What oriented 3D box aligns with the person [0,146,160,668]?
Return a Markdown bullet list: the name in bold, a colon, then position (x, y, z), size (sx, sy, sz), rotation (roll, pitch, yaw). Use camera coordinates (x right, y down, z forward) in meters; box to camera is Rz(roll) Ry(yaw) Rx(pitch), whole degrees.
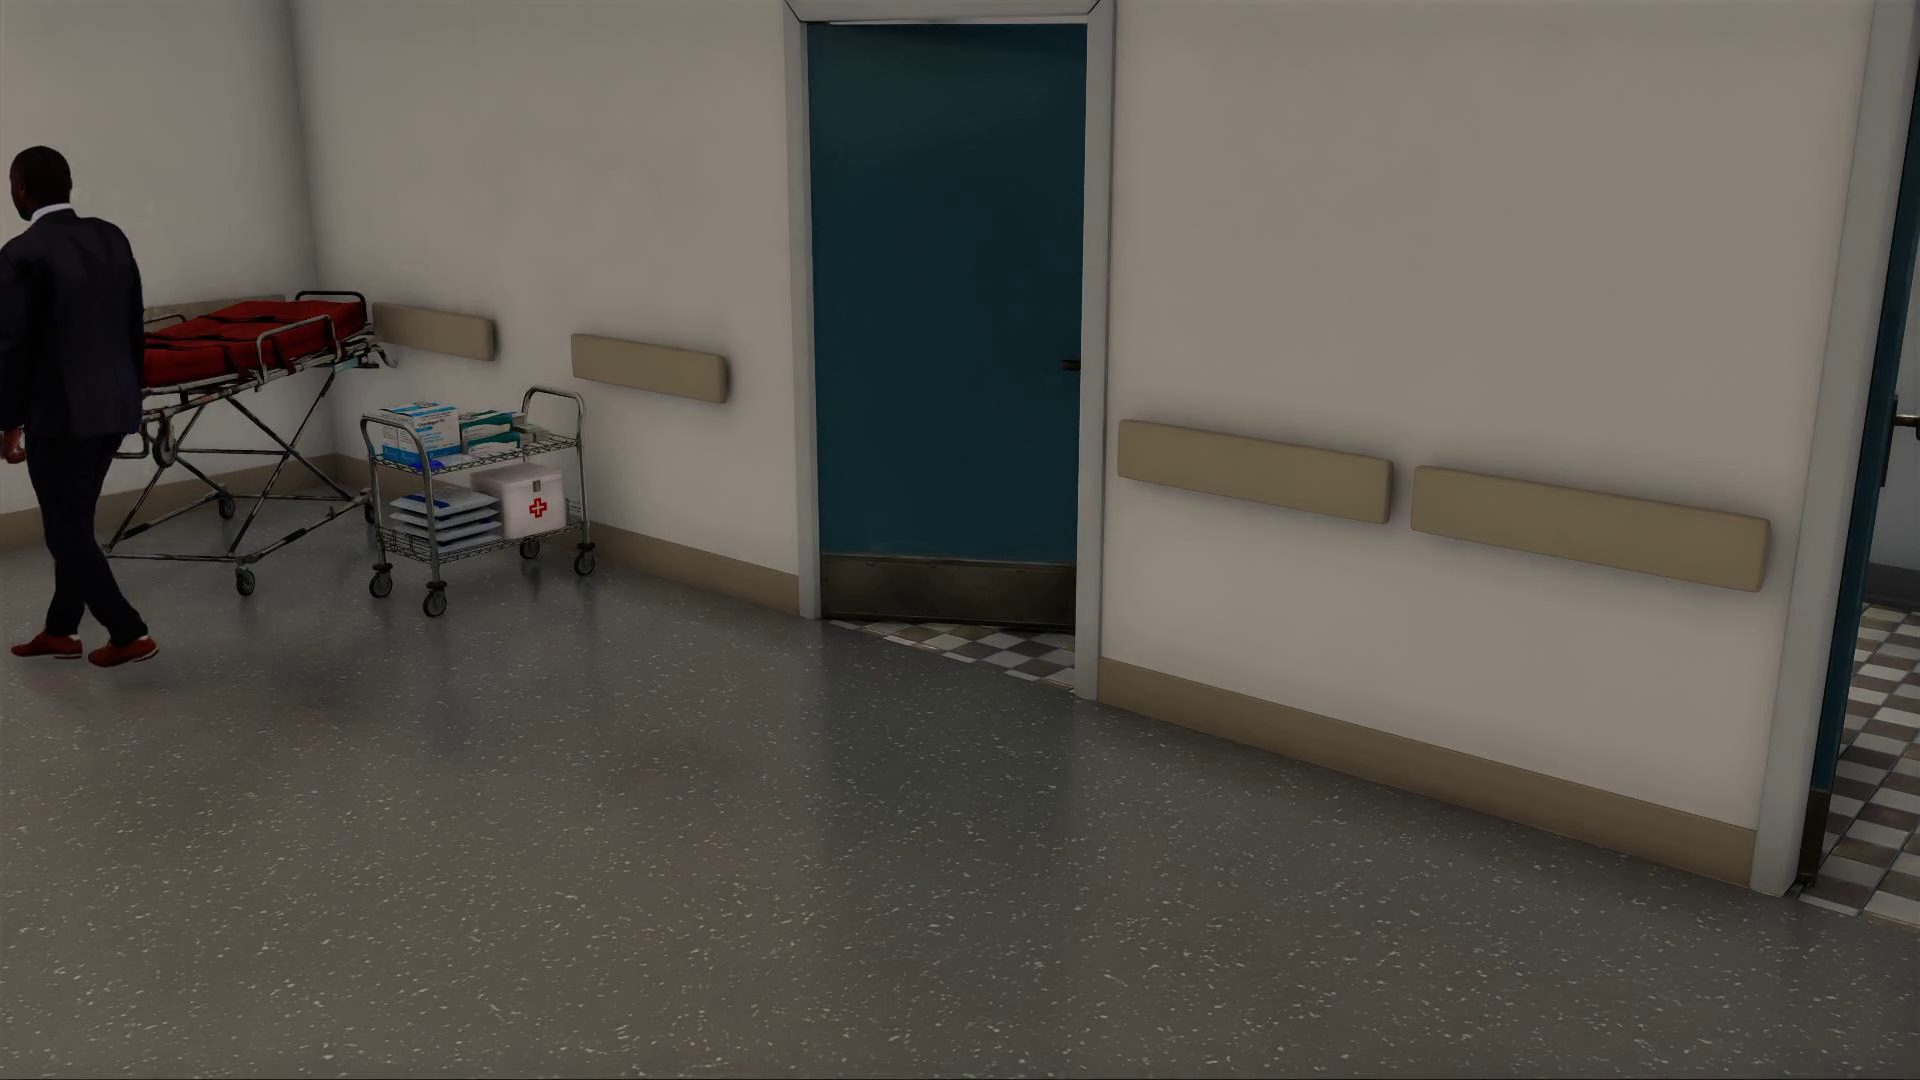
- **person**: position (-2.994, -0.398, 5.672), size (1.021, 1.788, 0.936), rotation (5, 16, 17)
